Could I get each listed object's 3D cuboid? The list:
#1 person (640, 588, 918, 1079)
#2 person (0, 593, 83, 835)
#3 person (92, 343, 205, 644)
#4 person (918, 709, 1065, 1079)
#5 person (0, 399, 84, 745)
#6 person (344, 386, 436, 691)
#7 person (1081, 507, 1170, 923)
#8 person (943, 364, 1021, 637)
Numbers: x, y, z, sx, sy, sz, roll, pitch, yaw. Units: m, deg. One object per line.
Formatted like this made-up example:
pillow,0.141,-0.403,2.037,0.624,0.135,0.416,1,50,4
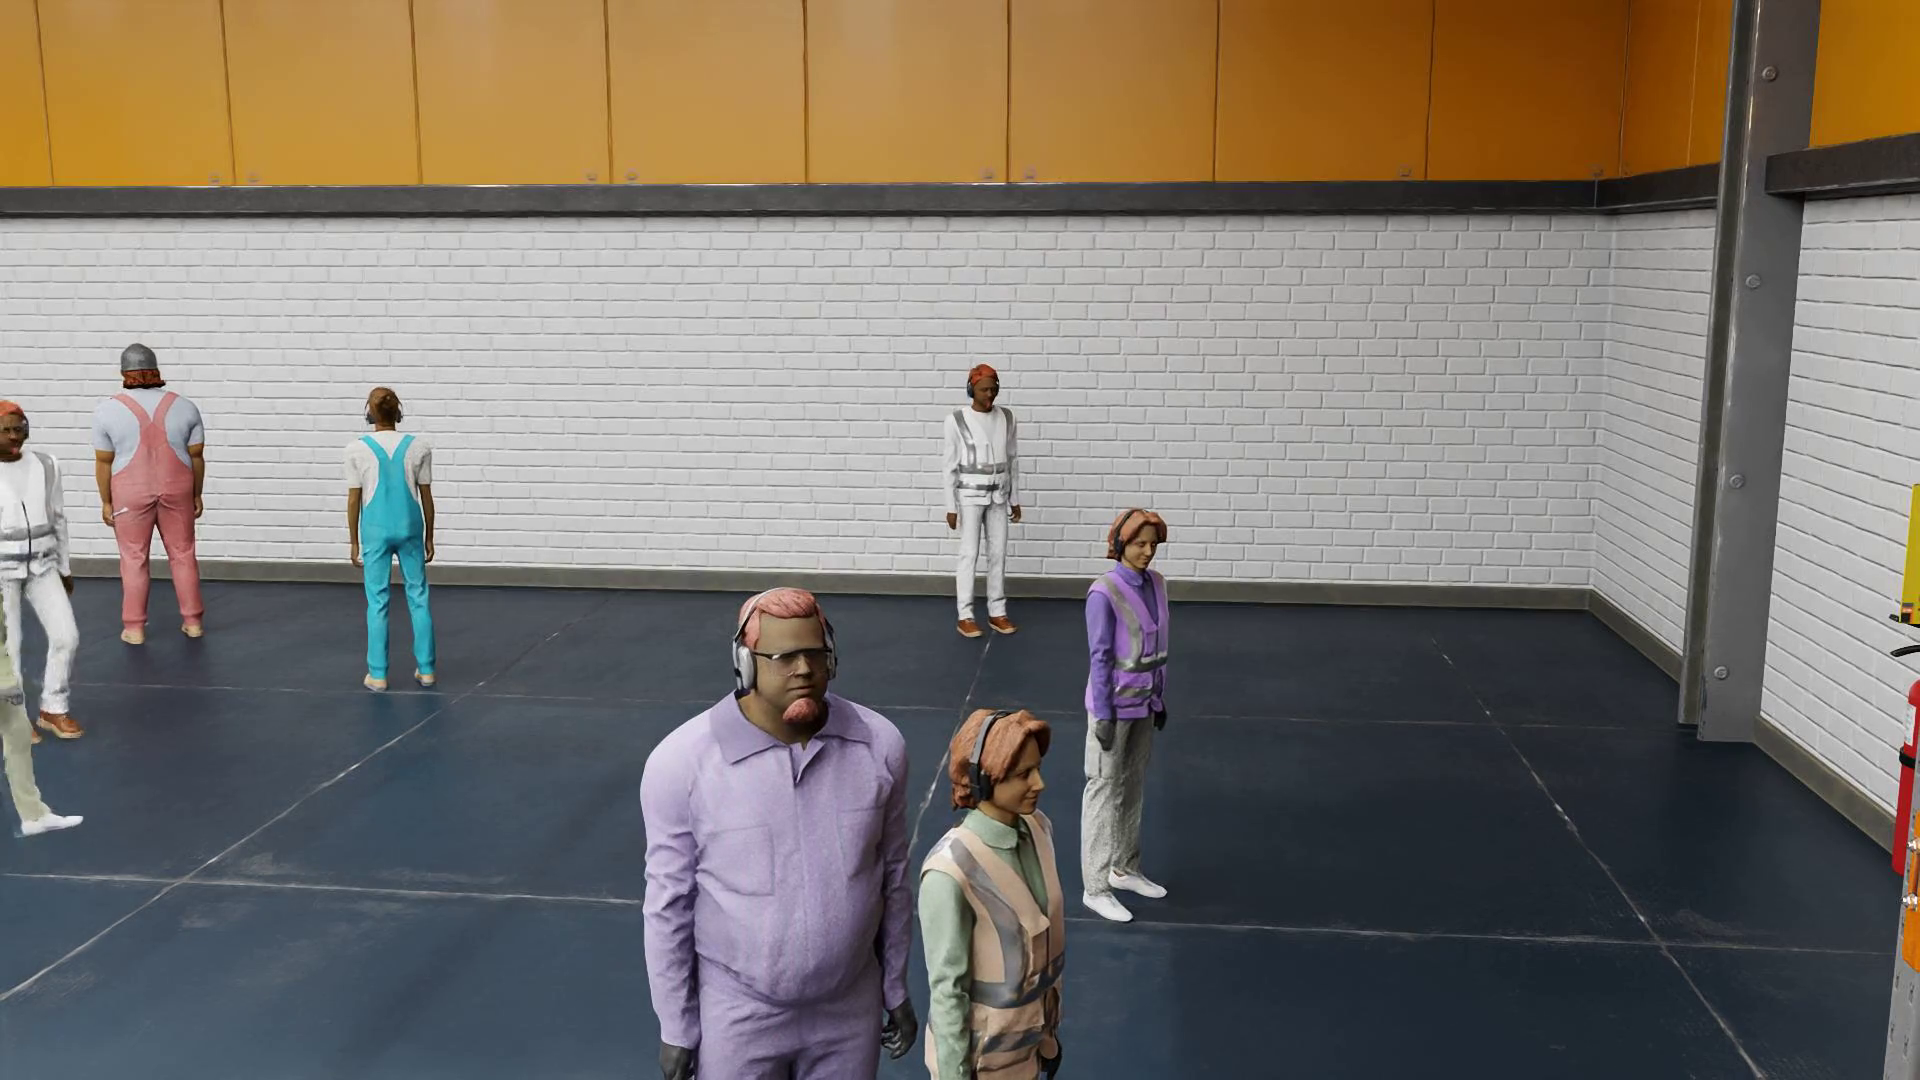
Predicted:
person,-0.387,1.047,3.789,0.641,1.913,0.407,-5,11,-25
person,-4.356,0.591,7.278,0.764,1.603,0.500,-7,12,-36
person,-5.495,-0.329,11.296,0.683,2.000,0.535,-7,12,-36
person,0.076,1.182,3.794,0.308,1.641,0.511,5,11,26
person,-4.968,0.189,8.828,0.564,1.864,0.591,7,12,35
person,-3.428,-0.007,10.054,0.502,1.837,0.349,-5,11,-26
person,0.669,0.682,6.665,0.314,1.636,0.515,7,12,36
person,0.154,-0.269,11.428,0.583,1.879,0.365,-6,12,-31
